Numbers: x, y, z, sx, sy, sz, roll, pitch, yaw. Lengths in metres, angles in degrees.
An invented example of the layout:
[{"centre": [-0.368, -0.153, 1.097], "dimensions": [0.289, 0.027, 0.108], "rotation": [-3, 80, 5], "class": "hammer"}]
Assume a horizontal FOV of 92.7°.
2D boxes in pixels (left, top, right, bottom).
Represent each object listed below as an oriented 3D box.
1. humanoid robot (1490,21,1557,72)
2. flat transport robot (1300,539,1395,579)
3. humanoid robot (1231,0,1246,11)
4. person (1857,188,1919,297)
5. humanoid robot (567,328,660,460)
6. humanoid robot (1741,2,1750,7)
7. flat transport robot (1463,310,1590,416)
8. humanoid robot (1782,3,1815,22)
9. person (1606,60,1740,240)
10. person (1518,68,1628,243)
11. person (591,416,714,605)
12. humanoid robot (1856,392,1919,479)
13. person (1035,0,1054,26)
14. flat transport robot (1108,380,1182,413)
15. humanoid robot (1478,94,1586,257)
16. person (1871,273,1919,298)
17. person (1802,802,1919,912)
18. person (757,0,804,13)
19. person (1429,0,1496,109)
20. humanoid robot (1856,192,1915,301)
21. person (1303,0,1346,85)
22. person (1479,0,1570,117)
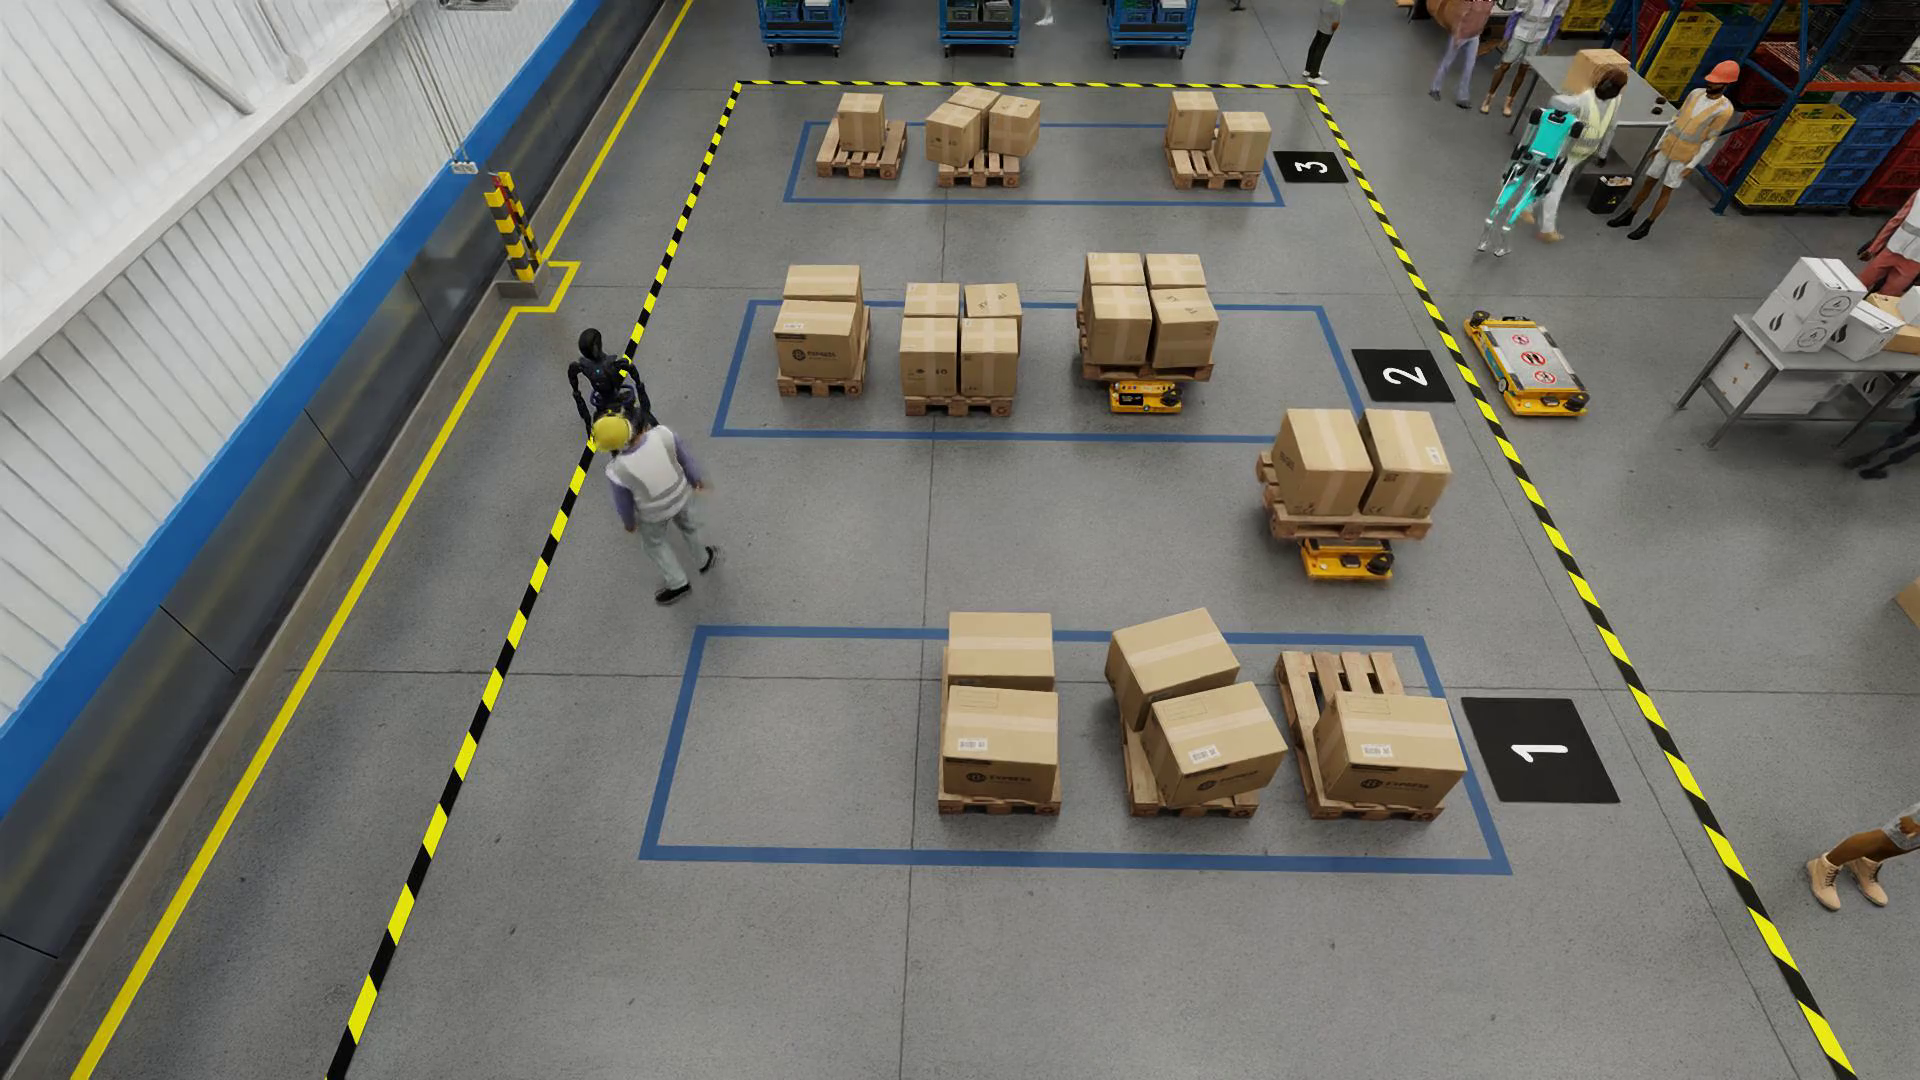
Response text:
[{"centre": [8.373, -7.504, 13.074], "dimensions": [1.015, 1.742, 0.531], "rotation": [-3, 49, -2], "class": "humanoid robot"}, {"centre": [3.139, -0.281, 7.758], "dimensions": [0.652, 0.197, 1.431], "rotation": [1, 49, 1], "class": "flat transport robot"}, {"centre": [4.706, -9.480, 14.804], "dimensions": [0.336, 1.645, 0.601], "rotation": [-3, 49, -3], "class": "humanoid robot"}, {"centre": [9.079, -2.720, 8.799], "dimensions": [0.394, 1.916, 0.588], "rotation": [-29, 55, -22], "class": "person"}, {"centre": [-2.786, -1.028, 7.485], "dimensions": [0.599, 1.653, 0.315], "rotation": [-7, 50, -6], "class": "humanoid robot"}, {"centre": [13.531, -9.578, 14.926], "dimensions": [0.803, 1.621, 0.599], "rotation": [6, 49, 6], "class": "humanoid robot"}, {"centre": [5.573, -1.757, 9.054], "dimensions": [0.659, 0.231, 1.431], "rotation": [1, 49, 1], "class": "flat transport robot"}, {"centre": [13.217, -8.683, 14.124], "dimensions": [0.410, 1.635, 0.609], "rotation": [-4, 49, -4], "class": "humanoid robot"}, {"centre": [7.933, -4.284, 10.137], "dimensions": [0.359, 1.939, 0.542], "rotation": [-15, 51, -13], "class": "person"}, {"centre": [6.899, -4.257, 10.207], "dimensions": [0.631, 1.797, 0.920], "rotation": [-16, 51, -13], "class": "person"}, {"centre": [-2.221, -0.275, 6.775], "dimensions": [0.406, 1.782, 0.670], "rotation": [34, 57, 26], "class": "person"}, {"centre": [8.184, -1.101, 7.553], "dimensions": [0.335, 1.639, 0.605], "rotation": [-6, 49, -5], "class": "humanoid robot"}, {"centre": [1.086, -9.081, 14.371], "dimensions": [0.992, 1.812, 0.528], "rotation": [7, 49, 6], "class": "person"}, {"centre": [1.773, -1.807, 9.079], "dimensions": [0.652, 0.197, 1.431], "rotation": [1, 49, 1], "class": "flat transport robot"}, {"centre": [5.983, -3.806, 9.770], "dimensions": [0.735, 1.673, 0.533], "rotation": [-35, 58, -27], "class": "humanoid robot"}, {"centre": [10.076, -3.251, 9.313], "dimensions": [0.508, 1.837, 0.345], "rotation": [17, 51, 14], "class": "person"}, {"centre": [5.580, 1.514, 5.049], "dimensions": [0.612, 2.046, 0.363], "rotation": [-2, 49, -2], "class": "person"}, {"centre": [-2.903, -9.339, 14.594], "dimensions": [0.933, 1.826, 0.512], "rotation": [2, 49, 2], "class": "person"}, {"centre": [6.934, -6.779, 12.430], "dimensions": [0.545, 1.740, 0.754], "rotation": [-10, 50, -9], "class": "person"}, {"centre": [9.509, -2.977, 9.210], "dimensions": [0.603, 1.652, 0.713], "rotation": [34, 57, 26], "class": "humanoid robot"}, {"centre": [5.276, -7.452, 12.938], "dimensions": [0.395, 1.850, 0.589], "rotation": [2, 49, 1], "class": "person"}, {"centre": [7.549, -6.684, 12.152], "dimensions": [0.613, 2.035, 0.398], "rotation": [14, 51, 12], "class": "person"}]
